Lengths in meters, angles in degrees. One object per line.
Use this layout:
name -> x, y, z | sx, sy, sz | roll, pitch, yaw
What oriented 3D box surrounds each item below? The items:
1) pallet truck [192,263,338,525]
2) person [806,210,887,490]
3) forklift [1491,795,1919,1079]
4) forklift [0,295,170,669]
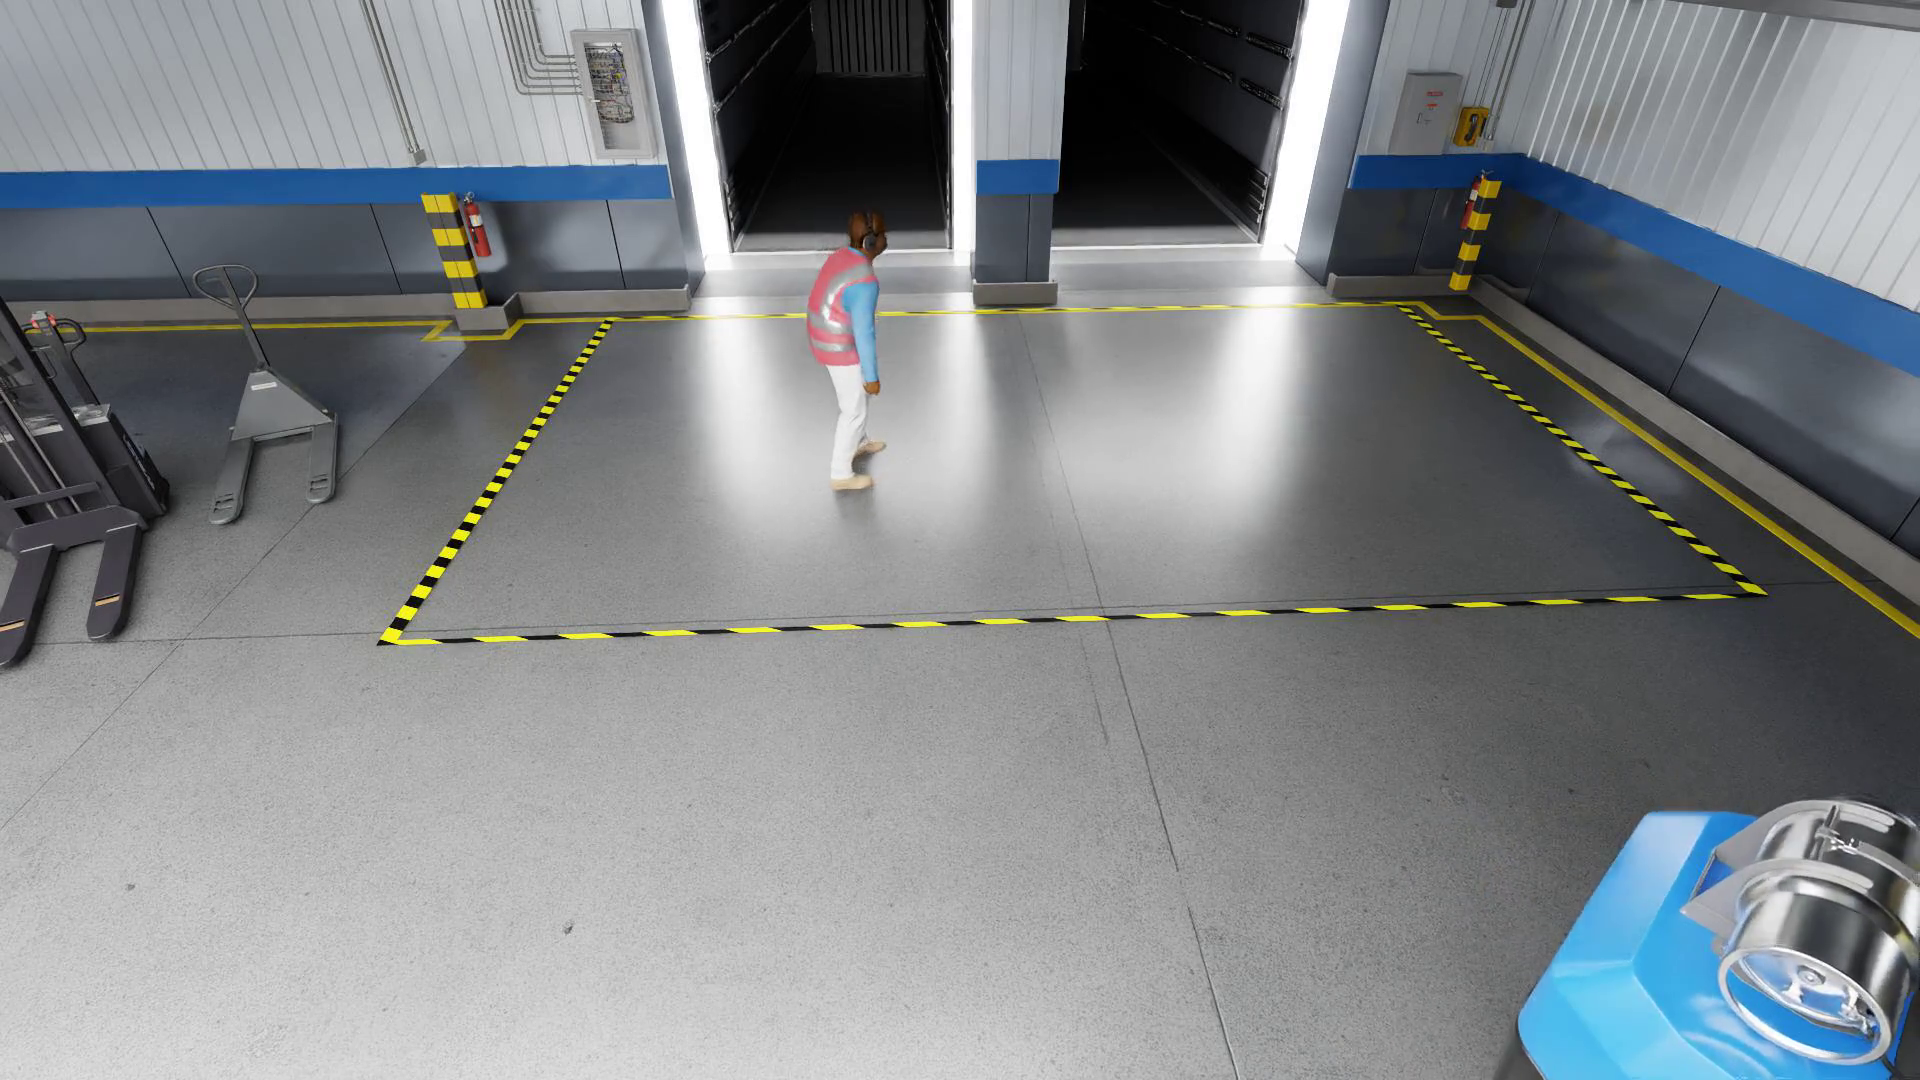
pallet truck -> -4.778, -1.027, 6.128 | 0.680, 1.201, 1.601 | -17, 38, -23
person -> -0.701, -1.232, 6.003 | 0.563, 1.745, 0.799 | -11, 36, -16
forklift -> 2.765, 1.368, 1.713 | 1.157, 2.036, 2.680 | -27, 43, -33
forklift -> -5.212, -0.618, 4.878 | 0.823, 1.965, 1.885 | -20, 39, -26
